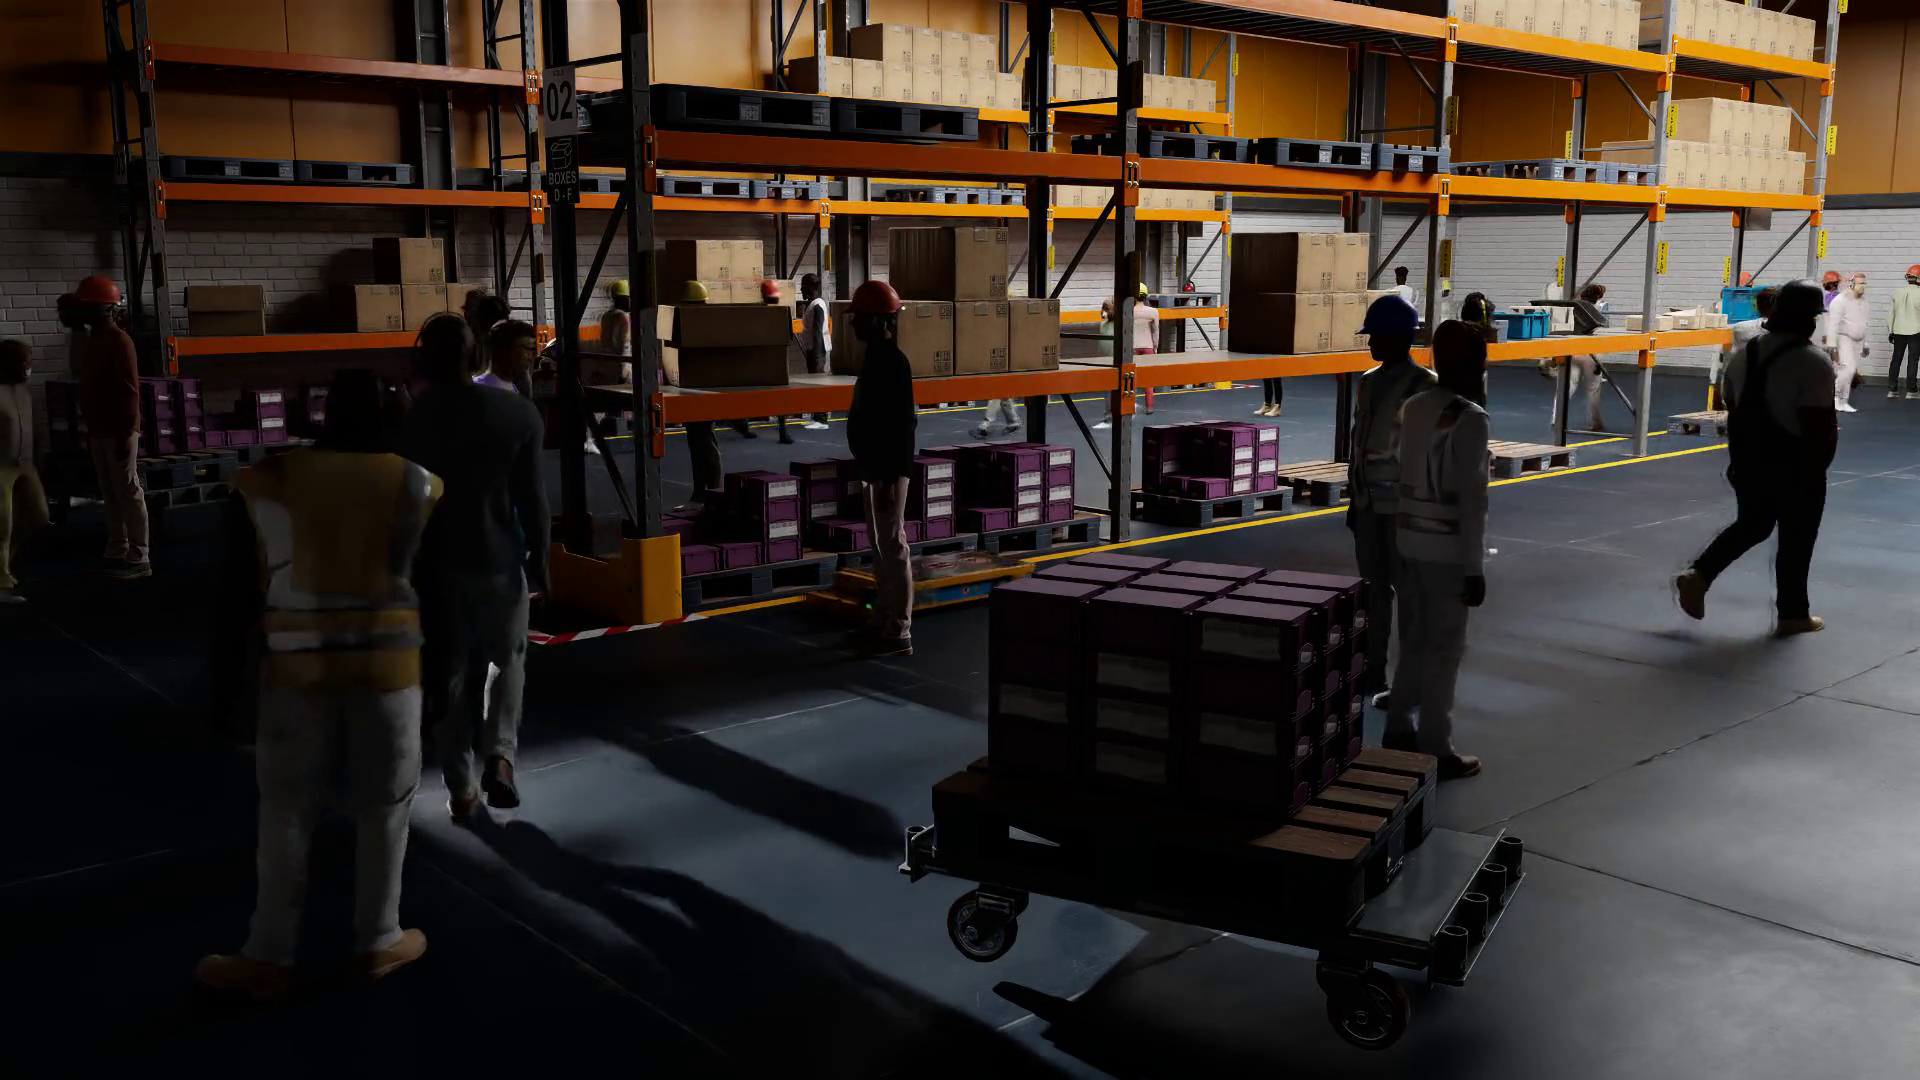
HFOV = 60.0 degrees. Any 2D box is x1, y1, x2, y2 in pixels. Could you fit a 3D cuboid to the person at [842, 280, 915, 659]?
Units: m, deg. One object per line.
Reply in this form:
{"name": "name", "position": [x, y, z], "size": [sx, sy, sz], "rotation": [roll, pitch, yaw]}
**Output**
{"name": "person", "position": [-0.428, -0.371, 8.844], "size": [0.378, 1.996, 0.611], "rotation": [-2, 10, -14]}

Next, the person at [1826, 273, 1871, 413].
{"name": "person", "position": [12.089, -2.664, 22.559], "size": [0.677, 1.890, 0.435], "rotation": [-5, 11, -25]}

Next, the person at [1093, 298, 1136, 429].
{"name": "person", "position": [1.927, -2.182, 20.569], "size": [0.646, 1.612, 0.506], "rotation": [-5, 11, -28]}

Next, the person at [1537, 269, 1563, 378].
{"name": "person", "position": [10.338, -3.789, 28.871], "size": [0.614, 1.998, 0.676], "rotation": [-5, 11, -28]}

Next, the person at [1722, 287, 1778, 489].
{"name": "person", "position": [7.092, -1.306, 14.734], "size": [0.472, 1.851, 0.576], "rotation": [-9, 13, -42]}

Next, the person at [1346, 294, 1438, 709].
{"name": "person", "position": [2.030, -0.179, 7.859], "size": [0.405, 1.945, 0.615], "rotation": [-4, 11, -23]}

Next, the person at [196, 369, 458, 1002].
{"name": "person", "position": [-1.852, 0.411, 4.852], "size": [0.765, 1.802, 0.463], "rotation": [-3, 10, -18]}

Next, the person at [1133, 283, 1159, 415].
{"name": "person", "position": [2.406, -2.556, 22.309], "size": [0.524, 1.769, 0.308], "rotation": [-1, 10, -4]}

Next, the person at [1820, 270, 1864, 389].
{"name": "person", "position": [14.021, -3.334, 26.484], "size": [0.834, 1.908, 0.548], "rotation": [9, 13, 43]}

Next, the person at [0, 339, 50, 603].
{"name": "person", "position": [-5.942, -0.428, 10.284], "size": [0.450, 1.622, 0.614], "rotation": [2, 10, 13]}

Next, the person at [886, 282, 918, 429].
{"name": "person", "position": [-0.621, -1.044, 13.009], "size": [0.510, 1.927, 0.641], "rotation": [-8, 12, -39]}

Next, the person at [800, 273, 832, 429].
{"name": "person", "position": [-1.777, -2.323, 20.523], "size": [0.377, 1.913, 0.589], "rotation": [-2, 10, -14]}

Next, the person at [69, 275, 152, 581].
{"name": "person", "position": [-5.606, -0.734, 10.964], "size": [0.609, 1.997, 0.375], "rotation": [8, 13, 41]}

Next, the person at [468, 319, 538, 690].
{"name": "person", "position": [-2.303, -0.173, 8.188], "size": [0.497, 1.818, 0.661], "rotation": [-1, 10, -3]}

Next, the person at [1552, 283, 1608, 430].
{"name": "person", "position": [7.516, -2.202, 20.141], "size": [0.931, 1.806, 0.637], "rotation": [-8, 12, -39]}

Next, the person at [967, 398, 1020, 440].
{"name": "person", "position": [0.426, -2.080, 19.478], "size": [0.949, 1.780, 0.618], "rotation": [-9, 13, -41]}

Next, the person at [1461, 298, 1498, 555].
{"name": "person", "position": [3.475, -0.770, 11.653], "size": [0.691, 1.844, 0.527], "rotation": [-2, 10, -13]}

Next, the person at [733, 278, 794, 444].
{"name": "person", "position": [-2.257, -2.048, 19.017], "size": [0.597, 1.888, 0.939], "rotation": [-9, 13, -43]}

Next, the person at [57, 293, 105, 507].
{"name": "person", "position": [-7.334, -1.158, 13.969], "size": [0.515, 1.818, 0.709], "rotation": [8, 12, 38]}

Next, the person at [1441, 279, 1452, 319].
{"name": "person", "position": [7.988, -3.466, 27.717], "size": [0.587, 1.740, 0.539], "rotation": [8, 13, 40]}

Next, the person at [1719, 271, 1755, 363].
{"name": "person", "position": [9.942, -2.446, 21.198], "size": [0.380, 1.932, 0.543], "rotation": [-9, 13, -42]}

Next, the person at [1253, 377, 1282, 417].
{"name": "person", "position": [4.122, -2.470, 22.028], "size": [0.319, 1.698, 0.538], "rotation": [-3, 10, -18]}

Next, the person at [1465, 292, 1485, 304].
{"name": "person", "position": [6.215, -2.170, 20.253], "size": [0.318, 1.696, 0.532], "rotation": [3, 10, 18]}

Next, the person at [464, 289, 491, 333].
{"name": "person", "position": [-3.584, -0.926, 12.435], "size": [0.585, 1.881, 0.752], "rotation": [-5, 11, -28]}

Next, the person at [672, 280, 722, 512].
{"name": "person", "position": [-2.152, -1.153, 13.620], "size": [0.370, 1.925, 0.595], "rotation": [-6, 11, -32]}

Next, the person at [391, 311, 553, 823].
{"name": "person", "position": [-1.856, 0.113, 6.214], "size": [0.647, 1.921, 0.457], "rotation": [-2, 10, -14]}

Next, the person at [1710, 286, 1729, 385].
{"name": "person", "position": [12.608, -3.368, 27.430], "size": [0.516, 1.638, 0.317], "rotation": [6, 11, 32]}

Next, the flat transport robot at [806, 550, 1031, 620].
{"name": "flat transport robot", "position": [-0.177, 0.259, 10.196], "size": [1.431, 0.197, 0.652], "rotation": [-8, 13, -40]}

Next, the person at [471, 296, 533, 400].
{"name": "person", "position": [-3.280, -0.816, 11.898], "size": [0.626, 1.846, 0.429], "rotation": [4, 11, 24]}

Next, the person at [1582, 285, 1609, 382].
{"name": "person", "position": [10.783, -3.504, 28.226], "size": [0.309, 1.641, 0.514], "rotation": [-5, 11, -28]}

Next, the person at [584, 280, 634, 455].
{"name": "person", "position": [-3.694, -1.841, 17.824], "size": [0.993, 1.880, 0.600], "rotation": [-9, 13, -43]}

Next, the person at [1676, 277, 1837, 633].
{"name": "person", "position": [4.521, -0.473, 9.308], "size": [0.773, 2.000, 0.690], "rotation": [-3, 10, -17]}

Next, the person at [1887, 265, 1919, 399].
{"name": "person", "position": [14.227, -3.116, 24.916], "size": [0.389, 1.992, 0.625], "rotation": [-6, 11, -29]}

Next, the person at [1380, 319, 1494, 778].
{"name": "person", "position": [1.967, 0.046, 6.777], "size": [0.362, 1.876, 0.593], "rotation": [-2, 10, -9]}

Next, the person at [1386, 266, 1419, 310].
{"name": "person", "position": [7.309, -3.563, 27.644], "size": [0.599, 1.958, 0.374], "rotation": [-2, 10, -9]}
